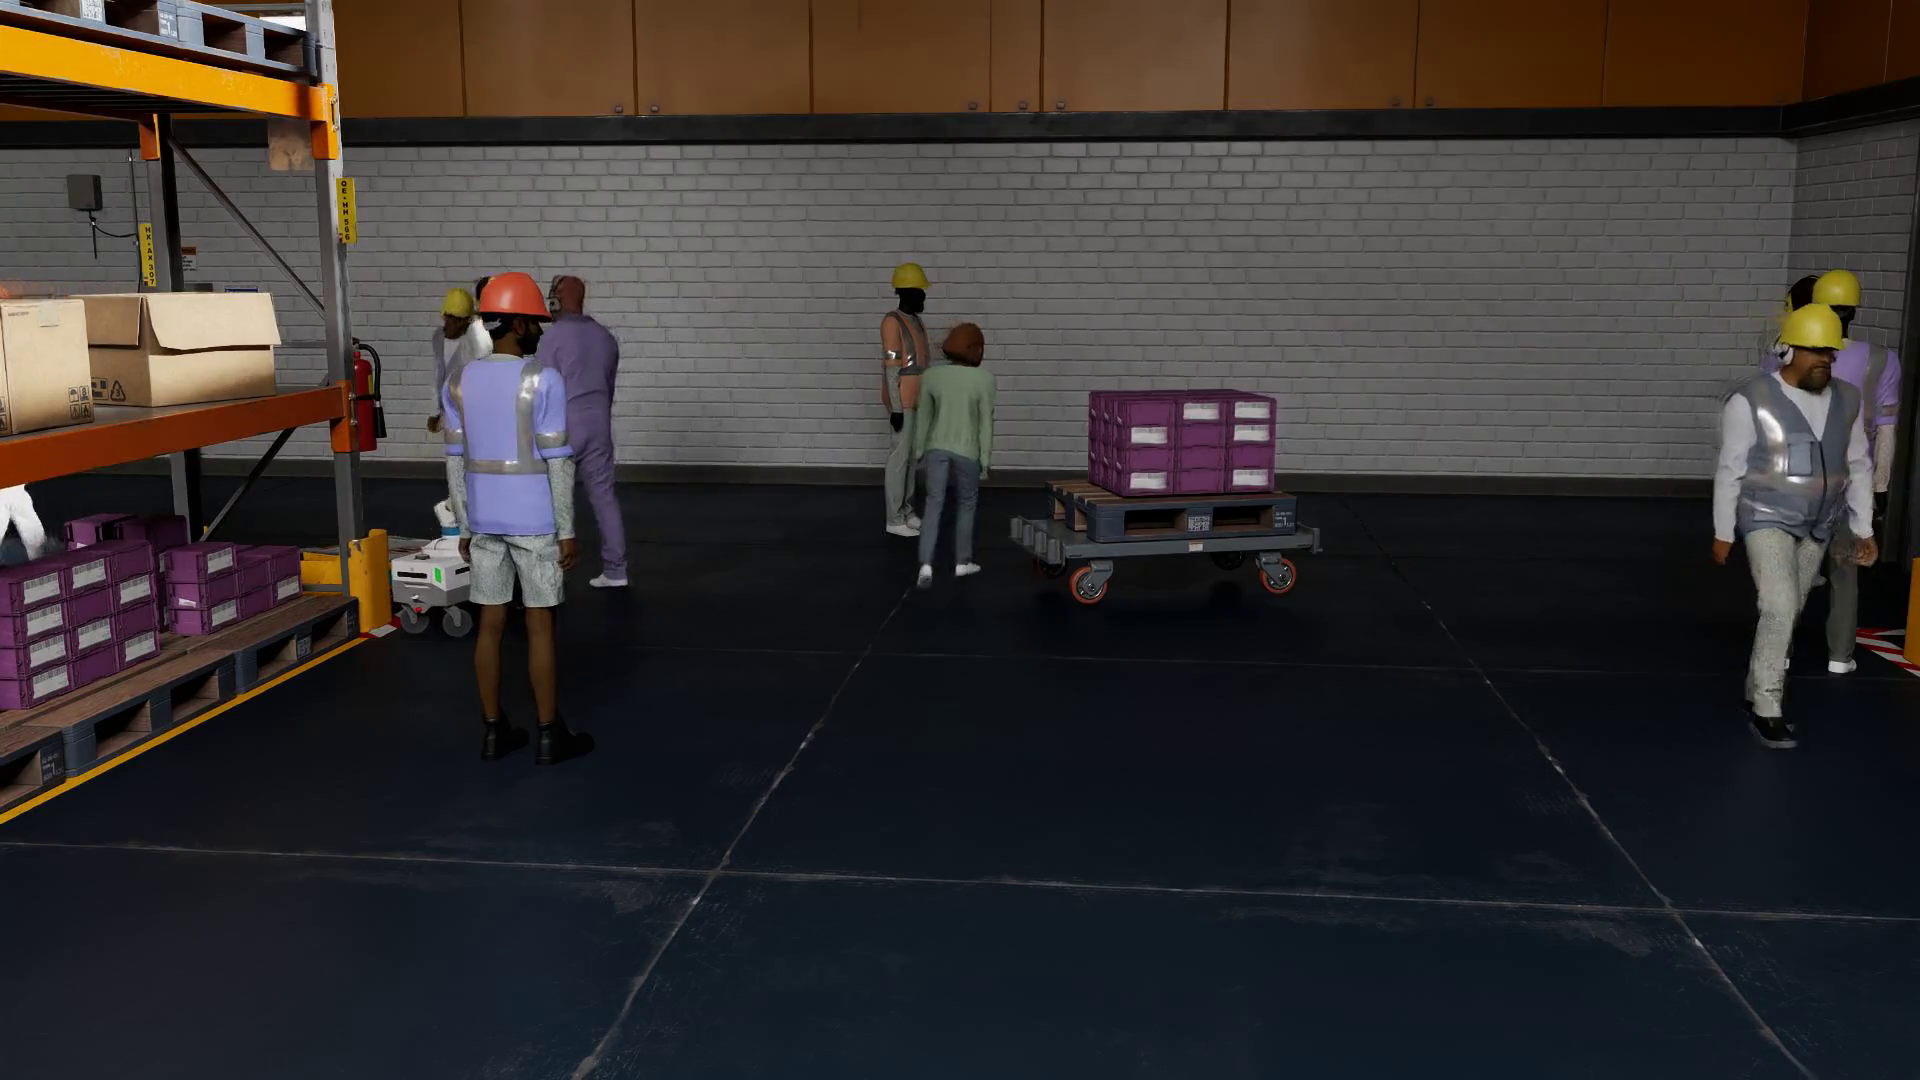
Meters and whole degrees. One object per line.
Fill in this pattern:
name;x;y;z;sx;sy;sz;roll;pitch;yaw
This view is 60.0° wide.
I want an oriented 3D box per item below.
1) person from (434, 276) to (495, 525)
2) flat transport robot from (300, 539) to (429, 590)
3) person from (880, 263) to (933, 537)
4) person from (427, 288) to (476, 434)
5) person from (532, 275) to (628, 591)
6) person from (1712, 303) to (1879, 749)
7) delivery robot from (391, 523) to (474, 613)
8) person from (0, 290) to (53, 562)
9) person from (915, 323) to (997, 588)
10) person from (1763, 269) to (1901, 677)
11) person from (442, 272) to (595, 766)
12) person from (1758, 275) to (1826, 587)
person;-3.229;-0.859;11.309;0.611;1.850;0.592;0;10;-1
flat transport robot;-3.262;0.159;9.966;1.431;0.197;0.652;5;11;27
person;-0.364;-0.993;11.821;0.367;1.926;0.594;3;10;16
person;-3.440;-0.886;11.733;0.649;1.763;0.812;7;12;36
person;-2.372;-0.637;9.957;0.930;1.863;0.656;7;12;36
person;3.454;-0.055;6.810;0.602;1.804;0.694;-2;10;-12
delivery robot;-2.713;0.154;8.913;0.477;0.478;0.707;4;10;20
person;-5.506;-0.522;9.390;0.603;1.829;0.960;3;10;18
person;-0.049;-0.510;10.038;0.543;1.592;0.821;3;10;16
person;4.100;-0.310;7.906;0.587;1.930;0.359;4;11;24
person;-1.741;-0.076;6.556;0.545;1.933;0.376;4;11;20
person;5.030;-0.645;9.993;0.514;1.872;0.328;7;12;34
